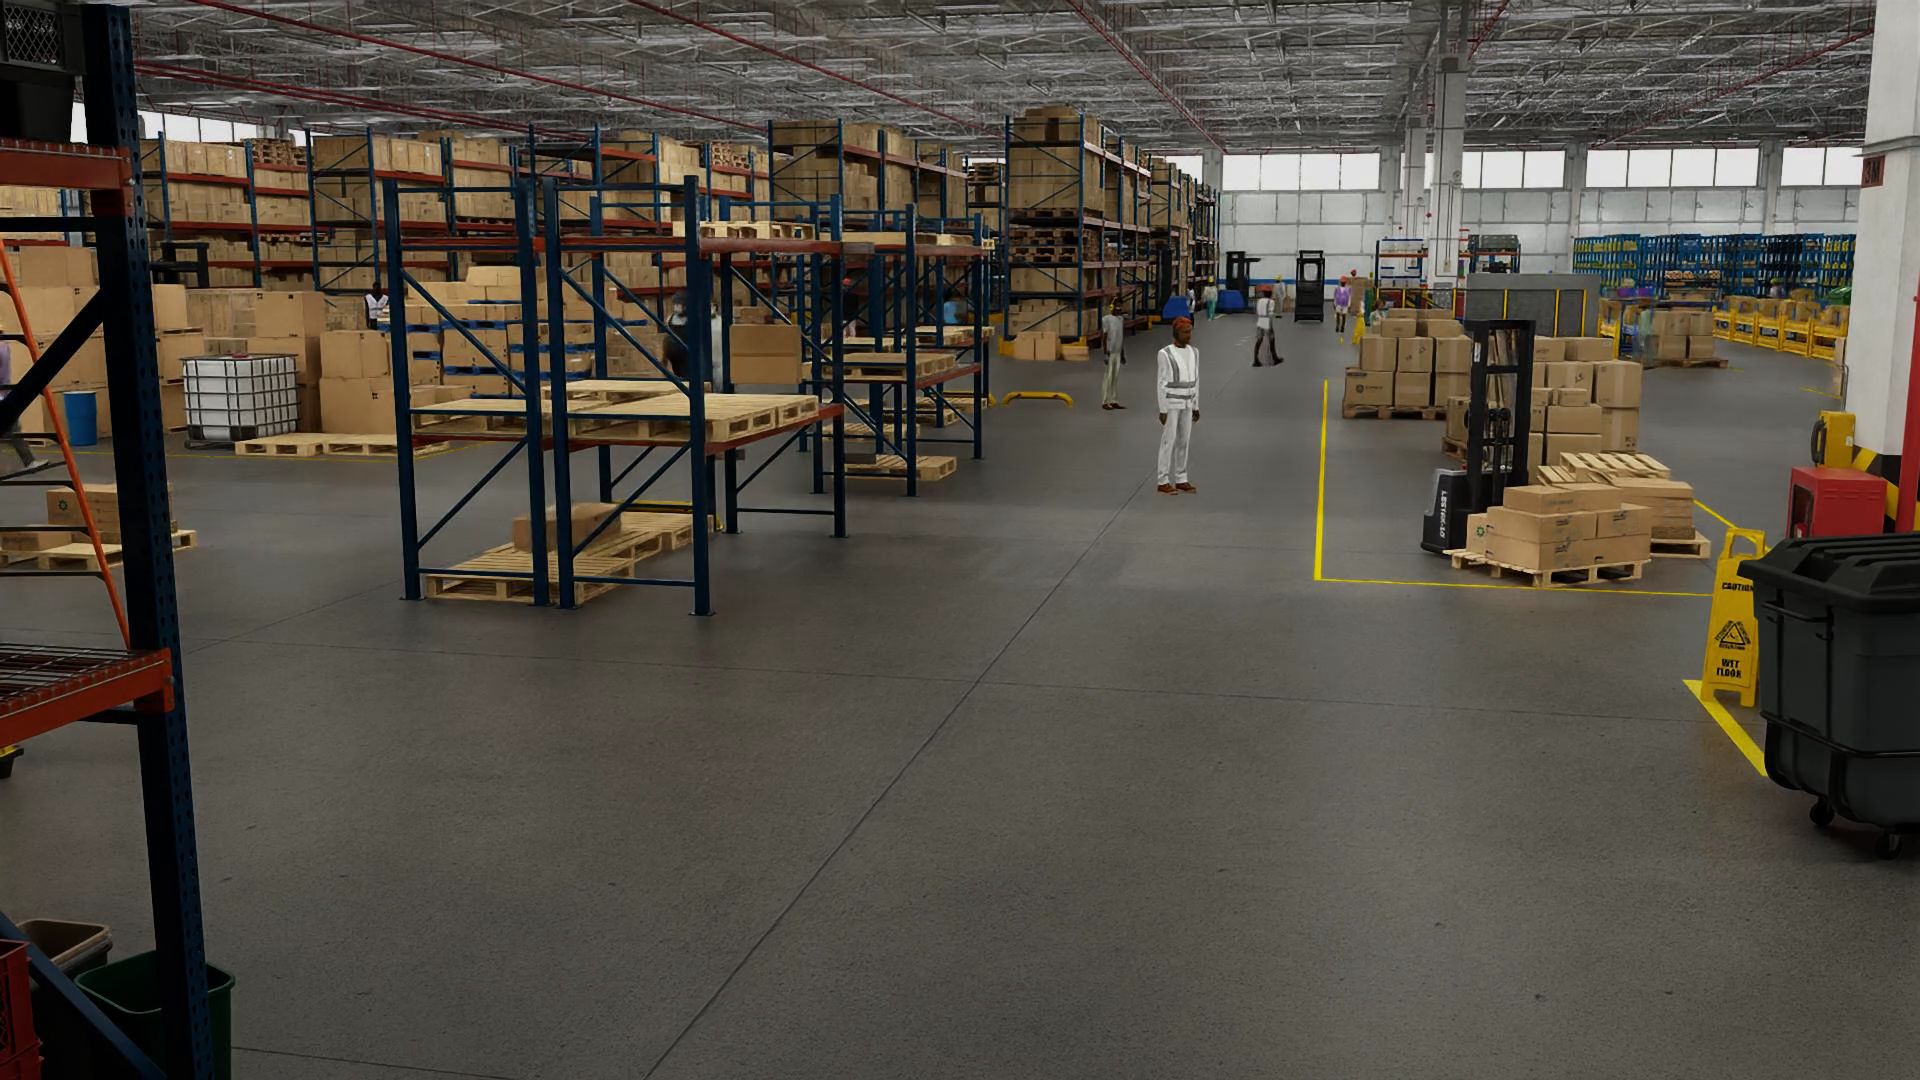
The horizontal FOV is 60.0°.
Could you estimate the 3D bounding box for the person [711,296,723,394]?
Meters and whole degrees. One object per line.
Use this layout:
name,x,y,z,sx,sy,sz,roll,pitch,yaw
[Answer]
person,-3.651,-2.603,24.408,0.630,1.940,0.371,-5,11,-27

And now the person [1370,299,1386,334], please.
person,8.801,-4.256,35.082,0.520,1.636,0.312,-9,13,-44

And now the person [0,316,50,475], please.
person,-10.935,-1.652,18.944,0.965,1.872,0.613,3,10,15

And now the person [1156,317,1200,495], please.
person,2.303,-1.410,17.539,0.572,1.877,0.352,-8,12,-39

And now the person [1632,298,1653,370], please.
person,15.280,-4.616,37.335,0.711,1.596,0.512,6,11,33

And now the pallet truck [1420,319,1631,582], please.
pallet truck,4.543,-0.757,13.299,0.823,1.965,1.885,-4,10,-22

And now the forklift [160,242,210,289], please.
forklift,-16.063,-4.810,34.690,1.129,2.768,1.873,2,10,12

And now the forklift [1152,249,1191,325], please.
forklift,7.646,-9.320,61.395,1.873,2.768,1.129,2,10,11

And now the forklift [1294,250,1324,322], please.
forklift,13.778,-10.002,65.433,1.129,2.768,1.873,2,10,12

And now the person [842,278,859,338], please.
person,-2.819,-5.530,41.573,0.609,1.995,0.376,-3,10,-16

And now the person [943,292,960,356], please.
person,-0.307,-5.563,42.777,0.800,1.649,0.544,5,11,27

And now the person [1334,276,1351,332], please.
person,12.931,-7.967,56.301,0.573,1.888,0.960,3,10,18

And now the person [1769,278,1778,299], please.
person,32.243,-9.490,65.826,0.914,1.725,0.530,0,10,2

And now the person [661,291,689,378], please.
person,-4.229,-2.764,25.056,0.687,2.000,1.000,6,11,31

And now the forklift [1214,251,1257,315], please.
forklift,12.212,-11.453,74.025,1.873,2.768,1.129,-6,11,-33

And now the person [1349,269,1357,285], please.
person,18.621,-11.830,78.875,0.377,1.995,0.608,-1,10,-8

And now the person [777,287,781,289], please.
person,-7.245,-9.378,65.571,0.885,1.580,0.567,6,12,34

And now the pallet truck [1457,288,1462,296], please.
pallet truck,20.506,-9.785,68.819,0.653,1.274,1.630,2,10,12

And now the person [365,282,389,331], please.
person,-14.618,-5.518,41.758,0.587,1.911,0.397,-5,11,-27

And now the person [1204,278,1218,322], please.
person,9.949,-9.510,65.955,0.533,1.725,0.924,1,10,6

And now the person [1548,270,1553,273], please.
person,28.117,-11.857,79.208,0.604,1.937,0.403,-2,10,-10

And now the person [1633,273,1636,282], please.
person,32.813,-12.080,80.906,0.819,1.803,0.626,1,10,8

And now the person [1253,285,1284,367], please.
person,7.116,-4.959,38.514,0.996,1.879,0.563,-8,12,-39

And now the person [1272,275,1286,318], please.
person,13.413,-10.242,70.092,0.657,1.797,0.603,8,13,40

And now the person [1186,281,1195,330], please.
person,8.109,-8.232,58.454,0.317,1.695,0.540,1,10,9

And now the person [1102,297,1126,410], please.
person,2.547,-3.071,27.402,0.329,1.865,0.516,9,13,42
